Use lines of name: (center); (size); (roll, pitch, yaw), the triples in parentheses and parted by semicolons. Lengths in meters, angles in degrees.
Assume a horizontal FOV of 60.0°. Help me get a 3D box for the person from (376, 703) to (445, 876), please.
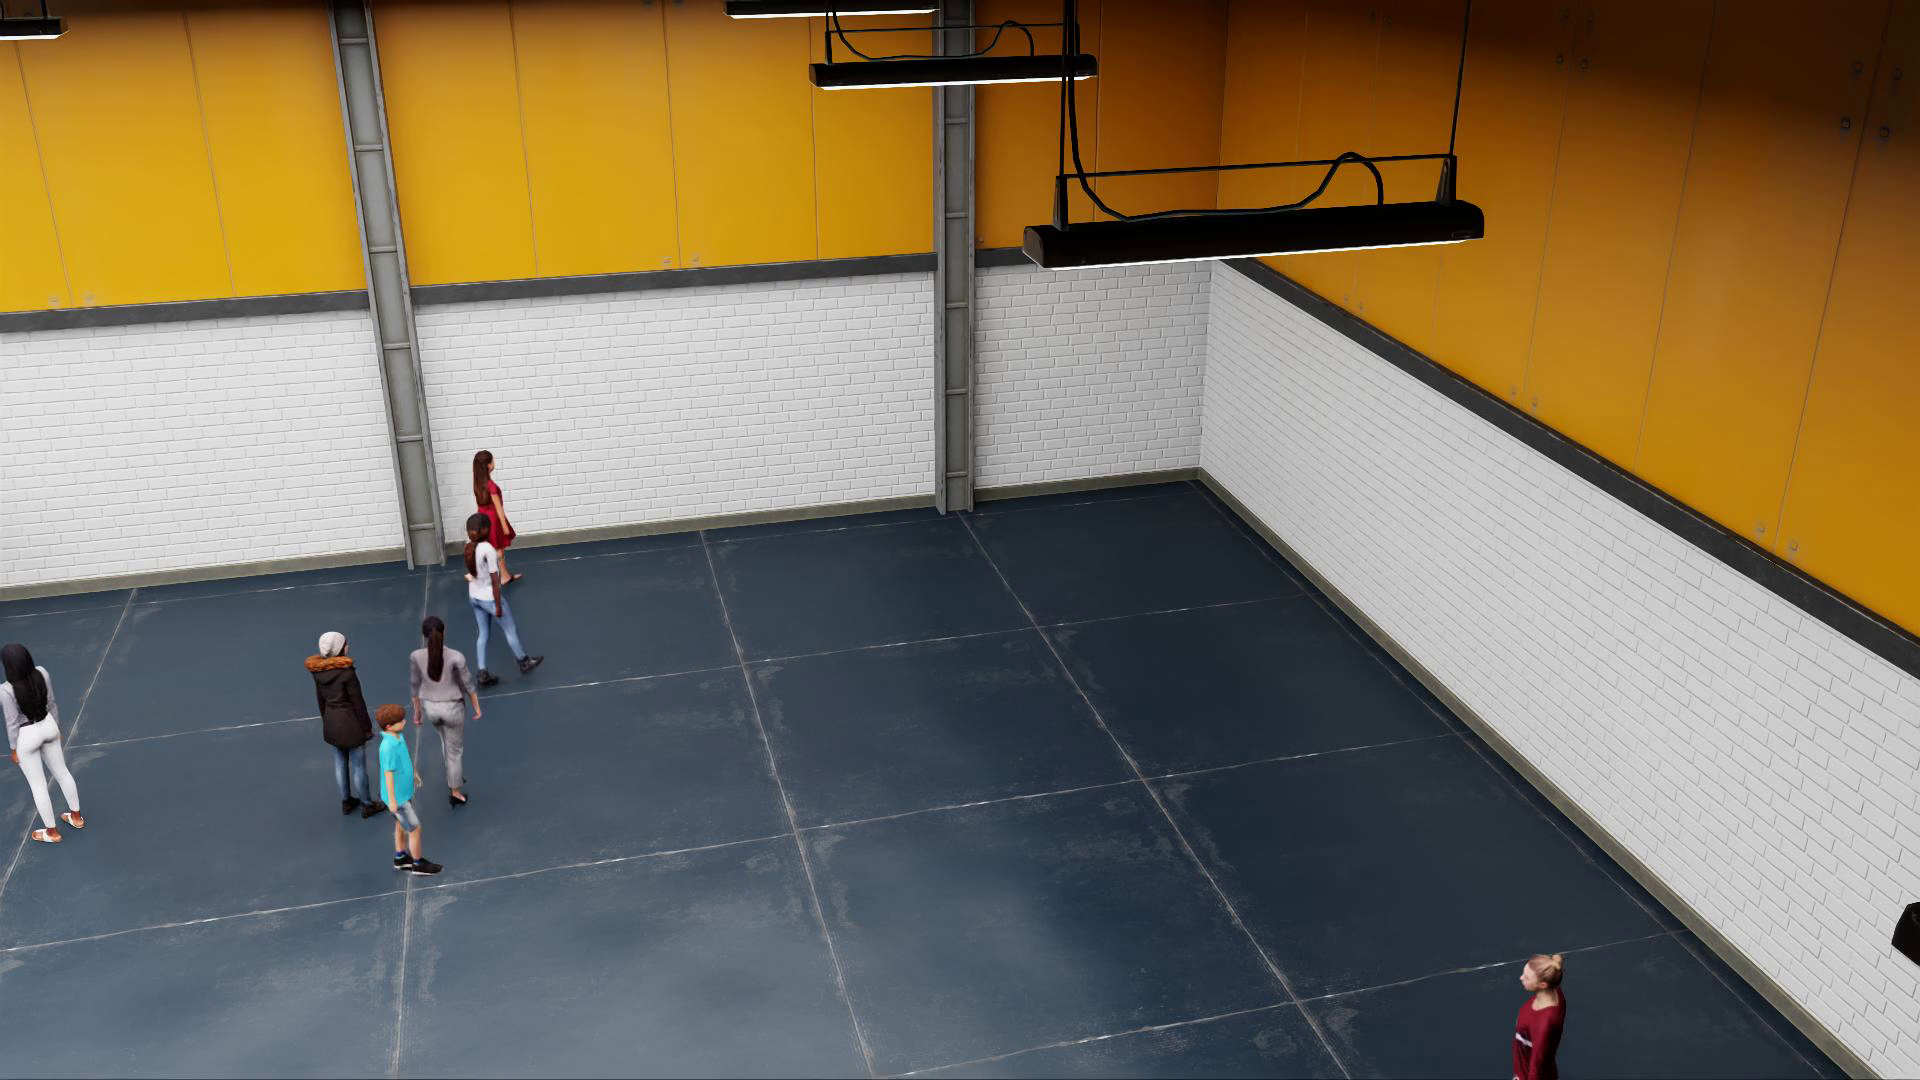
person: (-4.351, 1.905, 12.707); (0.662, 1.442, 0.593); (-2, 24, -5)

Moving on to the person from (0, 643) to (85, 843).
person: (-7.281, 1.572, 13.115); (0.714, 1.724, 0.672); (10, 26, 22)

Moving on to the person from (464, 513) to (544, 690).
person: (-4.429, 0.584, 15.398); (0.929, 1.706, 1.024); (17, 29, 34)

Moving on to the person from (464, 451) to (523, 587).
person: (-4.927, -0.166, 17.323); (0.809, 1.538, 0.994); (22, 32, 40)

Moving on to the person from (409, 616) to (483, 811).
person: (-4.217, 1.446, 13.491); (0.756, 1.653, 0.848); (3, 24, 8)

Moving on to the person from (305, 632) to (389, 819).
person: (-4.962, 1.487, 13.419); (0.723, 1.636, 0.797); (10, 26, 22)

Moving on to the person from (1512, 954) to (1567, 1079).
person: (3.397, 3.125, 9.610); (0.907, 1.686, 0.847); (11, 26, 24)
